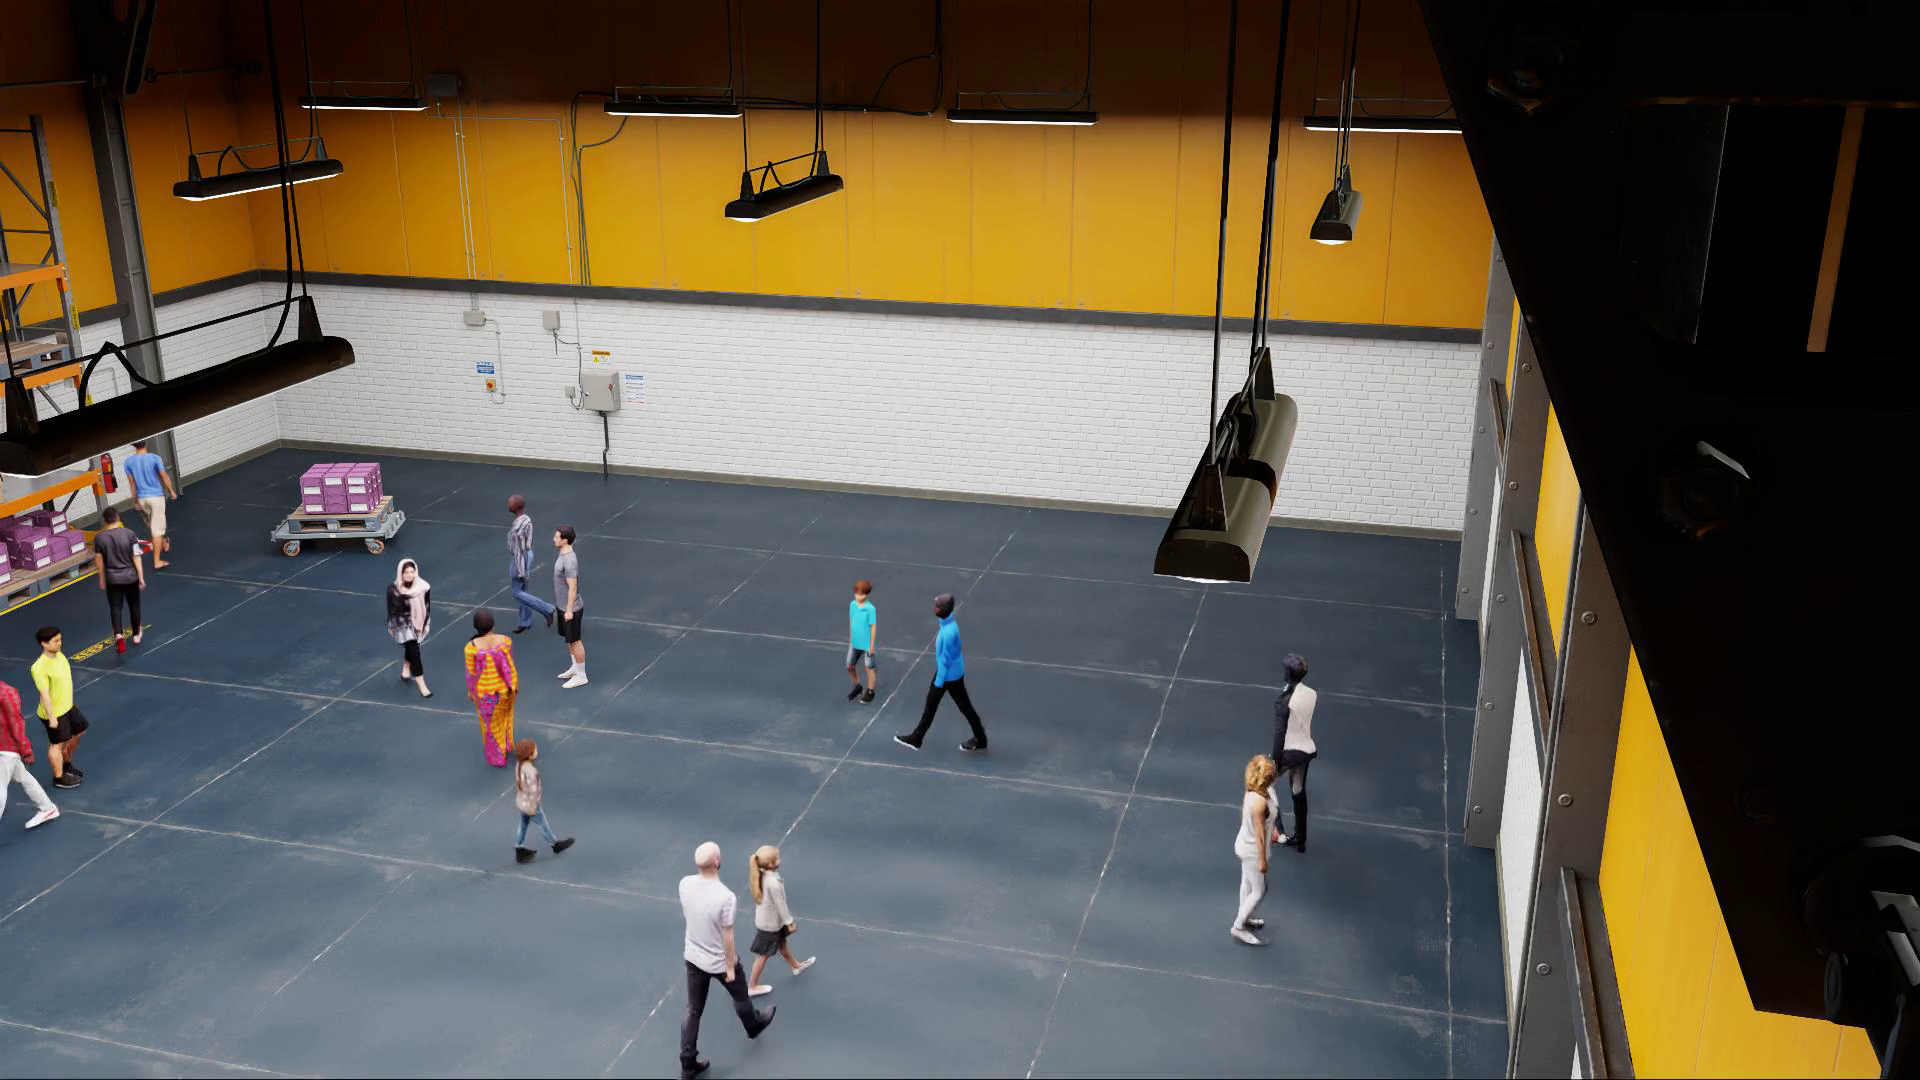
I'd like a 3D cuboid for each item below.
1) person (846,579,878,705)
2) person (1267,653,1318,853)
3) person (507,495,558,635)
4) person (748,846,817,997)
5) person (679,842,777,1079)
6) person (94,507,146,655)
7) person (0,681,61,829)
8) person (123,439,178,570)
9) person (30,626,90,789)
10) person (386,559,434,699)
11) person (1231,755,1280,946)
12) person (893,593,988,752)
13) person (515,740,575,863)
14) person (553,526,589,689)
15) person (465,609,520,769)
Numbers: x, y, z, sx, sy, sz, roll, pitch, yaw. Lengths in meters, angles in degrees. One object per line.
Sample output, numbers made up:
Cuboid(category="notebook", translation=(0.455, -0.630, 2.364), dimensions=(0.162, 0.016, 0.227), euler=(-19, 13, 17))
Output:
Cuboid(category="person", translation=(-1.023, 1.089, 18.368), dimensions=(0.610, 1.442, 0.613), euler=(12, 22, 32))
Cuboid(category="person", translation=(3.064, 1.970, 15.069), dimensions=(0.816, 1.879, 0.882), euler=(-12, 22, -31))
Cuboid(category="person", translation=(-5.216, 0.315, 20.136), dimensions=(0.818, 1.780, 0.844), euler=(0, 19, 0))
Cuboid(category="person", translation=(-1.539, 2.997, 13.009), dimensions=(0.866, 1.246, 0.850), euler=(-8, 20, -22))
Cuboid(category="person", translation=(-1.850, 3.068, 11.956), dimensions=(0.912, 1.785, 1.263), euler=(11, 21, 29))
Cuboid(category="person", translation=(-9.929, 0.494, 19.659), dimensions=(1.020, 1.747, 1.156), euler=(-7, 20, -20))
Cuboid(category="person", translation=(-8.783, 1.892, 15.451), dimensions=(0.925, 1.782, 1.249), euler=(11, 22, 30))
Cuboid(category="person", translation=(-10.970, -0.489, 22.479), dimensions=(0.925, 1.809, 1.269), euler=(0, 19, -1))
Cuboid(category="person", translation=(-8.955, 1.636, 16.343), dimensions=(0.813, 1.698, 0.681), euler=(0, 19, -1))
Cuboid(category="person", translation=(-6.172, 0.945, 18.590), dimensions=(1.125, 1.574, 1.132), euler=(-11, 21, -29))
Cuboid(category="person", translation=(2.405, 2.534, 13.730), dimensions=(0.762, 1.663, 0.591), euler=(-4, 19, -10))
Cuboid(category="person", translation=(0.005, 1.412, 16.961), dimensions=(1.016, 1.729, 1.218), euler=(-2, 19, -7))
Cuboid(category="person", translation=(-3.929, 2.369, 14.989), dimensions=(0.831, 1.174, 0.748), euler=(-13, 22, -33))
Cuboid(category="person", translation=(-4.396, 0.730, 18.763), dimensions=(0.795, 1.871, 0.698), euler=(-7, 20, -21))
Cuboid(category="person", translation=(-4.707, 1.501, 16.808), dimensions=(0.865, 1.656, 0.926), euler=(-10, 21, -28))
